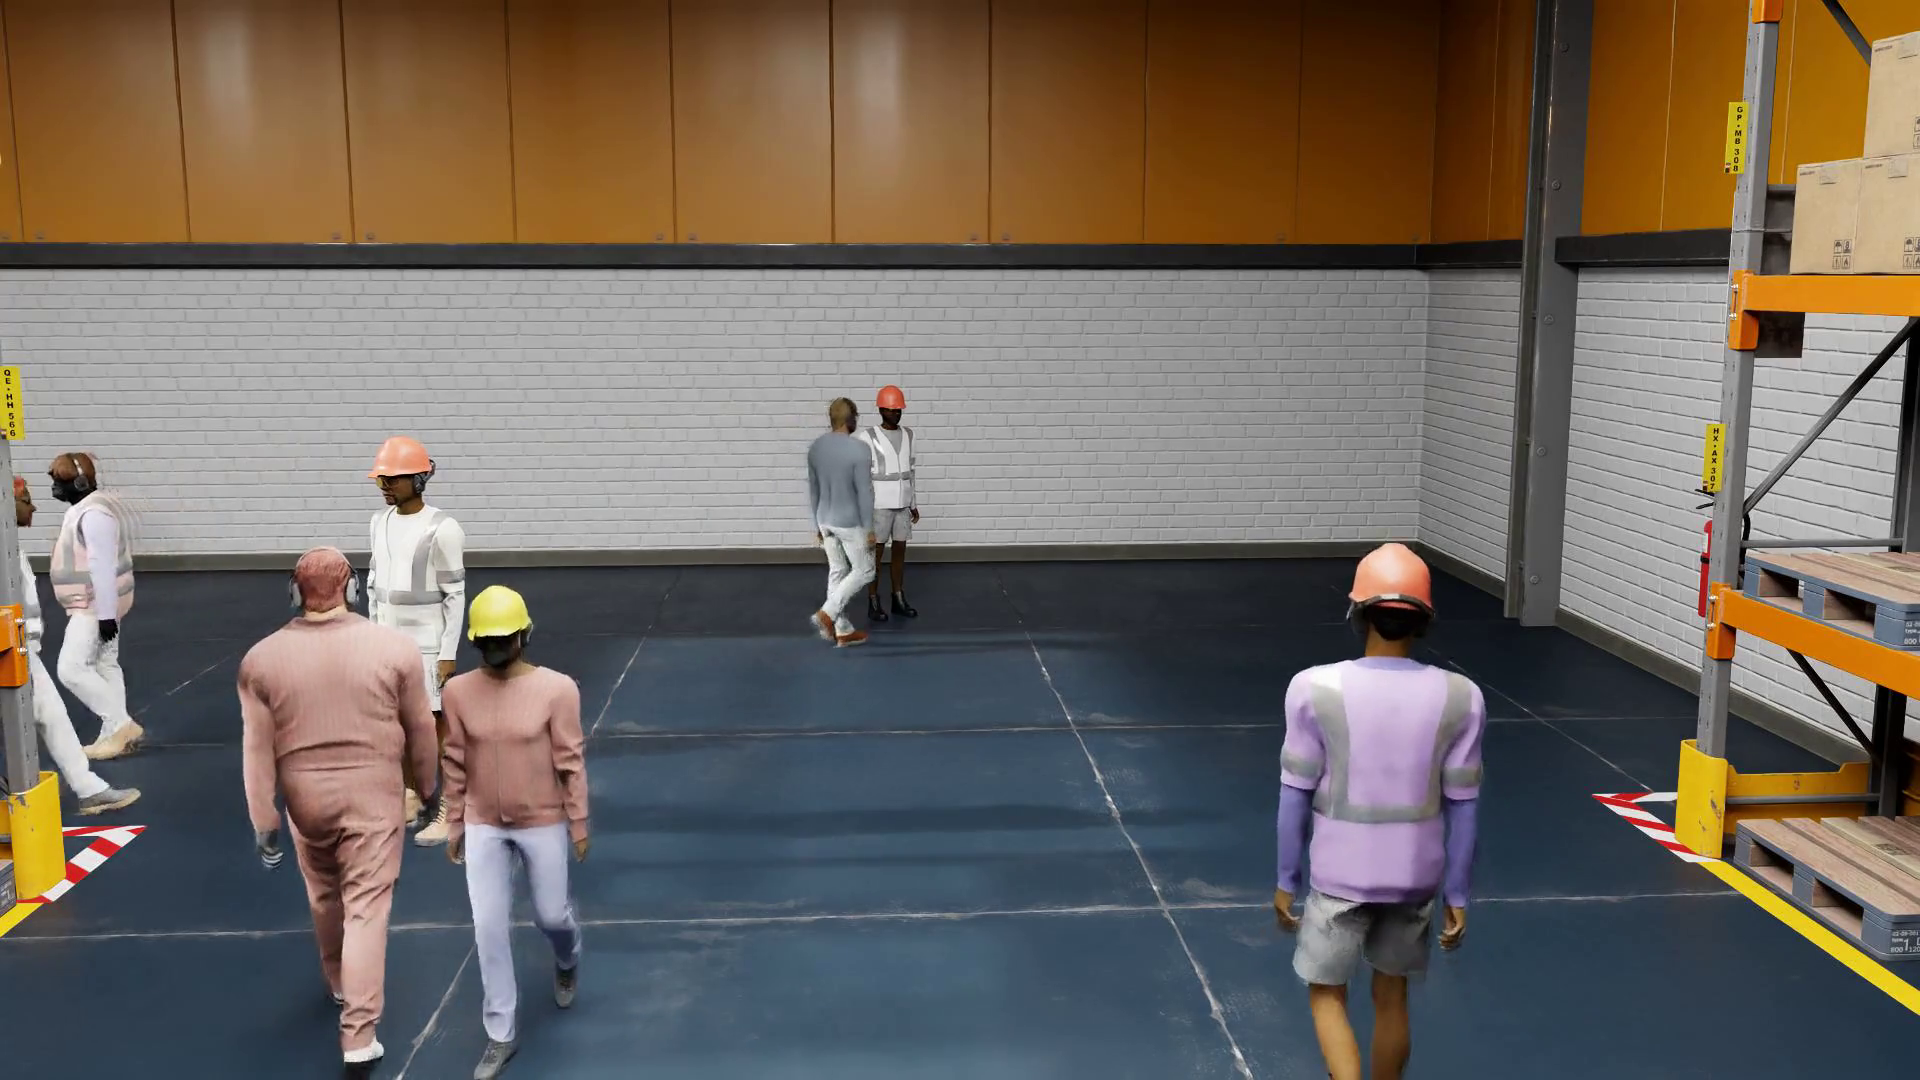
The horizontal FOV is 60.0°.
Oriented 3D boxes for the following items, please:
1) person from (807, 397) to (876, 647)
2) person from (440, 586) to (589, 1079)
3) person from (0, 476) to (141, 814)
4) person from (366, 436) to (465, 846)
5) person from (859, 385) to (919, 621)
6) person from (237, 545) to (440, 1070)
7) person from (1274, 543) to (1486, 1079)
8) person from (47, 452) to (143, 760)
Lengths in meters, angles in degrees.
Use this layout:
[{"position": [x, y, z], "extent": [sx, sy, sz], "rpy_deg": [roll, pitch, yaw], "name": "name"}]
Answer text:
[{"position": [-0.912, -0.114, 12.531], "extent": [0.647, 1.927, 0.559], "rpy_deg": [8, 12, 43], "name": "person"}, {"position": [-1.605, 1.008, 6.057], "extent": [0.542, 1.740, 0.694], "rpy_deg": [0, 9, 3], "name": "person"}, {"position": [-4.845, 0.579, 8.491], "extent": [1.006, 1.832, 0.598], "rpy_deg": [-4, 10, -22], "name": "person"}, {"position": [-2.734, 0.502, 8.299], "extent": [0.608, 2.044, 0.373], "rpy_deg": [5, 10, 29], "name": "person"}, {"position": [-0.565, -0.306, 13.701], "extent": [0.551, 1.936, 0.357], "rpy_deg": [-7, 11, -37], "name": "person"}, {"position": [-2.268, 0.945, 6.132], "extent": [0.643, 1.858, 1.012], "rpy_deg": [-1, 9, -7], "name": "person"}, {"position": [1.276, 1.030, 5.041], "extent": [0.606, 2.028, 0.729], "rpy_deg": [0, 9, 1], "name": "person"}, {"position": [-5.046, 0.396, 9.660], "extent": [0.459, 1.822, 0.658], "rpy_deg": [-6, 11, -32], "name": "person"}]
